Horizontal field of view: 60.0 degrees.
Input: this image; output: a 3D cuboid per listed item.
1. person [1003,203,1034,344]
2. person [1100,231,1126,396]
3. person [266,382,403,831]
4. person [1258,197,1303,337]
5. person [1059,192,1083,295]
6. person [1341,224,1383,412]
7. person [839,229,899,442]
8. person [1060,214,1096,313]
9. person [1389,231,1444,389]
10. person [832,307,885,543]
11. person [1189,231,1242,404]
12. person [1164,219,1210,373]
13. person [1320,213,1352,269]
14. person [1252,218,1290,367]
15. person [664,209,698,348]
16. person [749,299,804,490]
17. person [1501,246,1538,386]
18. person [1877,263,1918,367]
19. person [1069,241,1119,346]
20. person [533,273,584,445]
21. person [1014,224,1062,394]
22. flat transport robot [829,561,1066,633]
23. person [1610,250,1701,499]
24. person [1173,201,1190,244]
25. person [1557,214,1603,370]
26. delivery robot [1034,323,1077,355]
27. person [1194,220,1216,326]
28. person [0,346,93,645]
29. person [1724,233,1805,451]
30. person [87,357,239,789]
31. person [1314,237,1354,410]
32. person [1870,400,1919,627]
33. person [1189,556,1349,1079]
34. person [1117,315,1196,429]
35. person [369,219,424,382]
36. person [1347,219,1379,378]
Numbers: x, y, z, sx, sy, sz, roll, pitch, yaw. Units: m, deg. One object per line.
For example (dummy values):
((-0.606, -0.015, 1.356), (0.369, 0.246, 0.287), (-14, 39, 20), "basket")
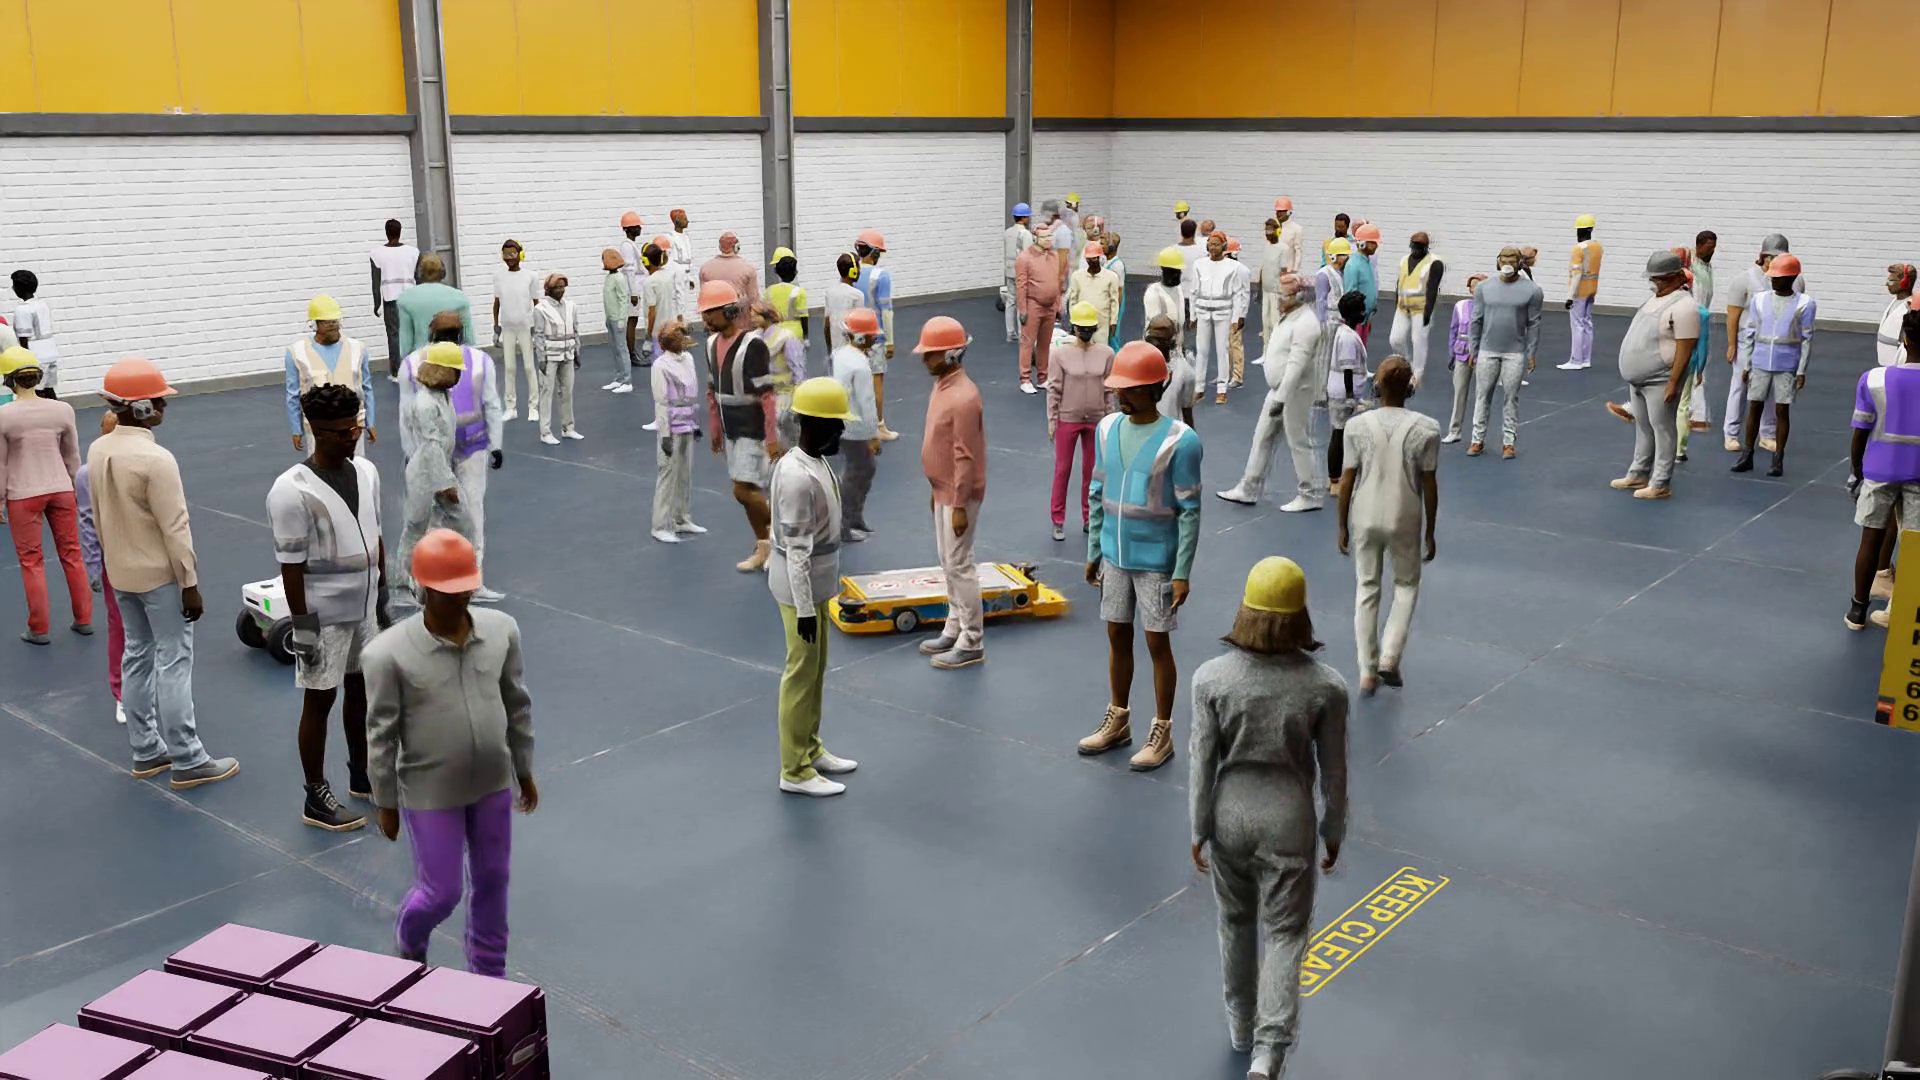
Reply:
((0.834, -3.700, 23.147), (0.391, 1.948, 0.605), (-9, 17, -33), "person")
((1.676, -2.541, 18.732), (0.339, 1.842, 0.514), (-3, 14, -11), "person")
((-2.695, 0.281, 7.232), (0.385, 1.957, 0.603), (5, 15, 19), "person")
((4.589, -3.887, 23.800), (0.612, 1.995, 0.378), (11, 18, 37), "person")
((1.983, -5.262, 29.623), (0.403, 1.831, 0.594), (-7, 16, -25), "person")
((4.260, -2.361, 17.720), (0.406, 1.987, 0.615), (8, 16, 30), "person")
((-0.866, -1.960, 16.014), (0.607, 2.037, 0.401), (11, 18, 38), "person")
((1.982, -4.422, 26.722), (0.736, 1.606, 0.511), (-5, 15, -19), "person")
((5.243, -2.639, 19.187), (0.453, 1.820, 0.626), (-11, 18, -37), "person")
((-0.721, -0.826, 12.089), (0.522, 1.730, 0.581), (-5, 15, -18), "person")
((2.781, -2.435, 18.225), (0.572, 1.883, 0.356), (6, 15, 23), "person")
((2.730, -2.926, 20.168), (0.594, 1.898, 0.513), (4, 14, 14), "person")
((4.879, -3.217, 21.300), (0.593, 1.910, 0.381), (12, 18, 40), "person")
((3.937, -3.124, 21.021), (0.343, 1.864, 0.538), (-7, 16, -25), "person")
((-3.833, -3.579, 22.793), (0.355, 1.884, 0.574), (5, 15, 20), "person")
((-1.547, -1.219, 13.949), (0.881, 1.583, 0.555), (-13, 19, -41), "person")
((6.514, -2.594, 19.353), (0.310, 1.638, 0.522), (10, 17, 35), "person")
((8.164, -1.479, 14.484), (0.394, 1.843, 0.563), (3, 14, 13), "person")
((1.485, -2.448, 18.535), (0.563, 1.752, 0.341), (5, 15, 18), "person")
((-3.860, -1.739, 15.960), (0.318, 1.630, 0.513), (10, 17, 34), "person")
((0.921, -2.637, 18.982), (0.638, 1.911, 0.406), (-12, 18, -39), "person")
((-0.119, 0.343, 10.391), (1.431, 0.197, 0.652), (-5, 15, -18), "flat transport robot")
((5.669, -1.362, 13.616), (0.535, 2.000, 0.674), (-1, 14, -4), "person")
((3.696, -4.758, 27.766), (0.339, 1.761, 0.524), (-4, 15, -16), "person")
((7.731, -3.081, 20.719), (0.595, 1.923, 0.373), (-12, 18, -40), "person")
((1.185, -2.493, 20.957), (0.477, 0.478, 0.707), (-7, 16, -25), "delivery robot")
((3.727, -3.982, 24.936), (0.541, 1.606, 0.758), (8, 16, 28), "person")
((-5.437, -0.264, 9.809), (0.351, 1.756, 0.518), (10, 17, 34), "person")
((7.511, -1.831, 15.492), (0.689, 2.000, 0.539), (0, 14, 1), "person")
((-3.696, 0.159, 7.634), (0.612, 1.995, 0.382), (8, 16, 30), "person")
((4.031, -2.323, 17.875), (0.403, 1.835, 0.586), (12, 18, 39), "person")
((5.875, -0.455, 9.990), (0.689, 2.000, 0.539), (-2, 14, -8), "person")
((0.951, 0.910, 5.201), (0.489, 1.717, 0.756), (3, 14, 13), "person")
((1.313, -0.618, 11.134), (0.514, 1.812, 0.923), (5, 15, 19), "person")
((-6.663, -2.838, 19.764), (0.596, 1.916, 0.373), (-7, 16, -26), "person")
((4.783, -2.913, 20.086), (0.401, 1.907, 0.648), (-12, 18, -39), "person")
